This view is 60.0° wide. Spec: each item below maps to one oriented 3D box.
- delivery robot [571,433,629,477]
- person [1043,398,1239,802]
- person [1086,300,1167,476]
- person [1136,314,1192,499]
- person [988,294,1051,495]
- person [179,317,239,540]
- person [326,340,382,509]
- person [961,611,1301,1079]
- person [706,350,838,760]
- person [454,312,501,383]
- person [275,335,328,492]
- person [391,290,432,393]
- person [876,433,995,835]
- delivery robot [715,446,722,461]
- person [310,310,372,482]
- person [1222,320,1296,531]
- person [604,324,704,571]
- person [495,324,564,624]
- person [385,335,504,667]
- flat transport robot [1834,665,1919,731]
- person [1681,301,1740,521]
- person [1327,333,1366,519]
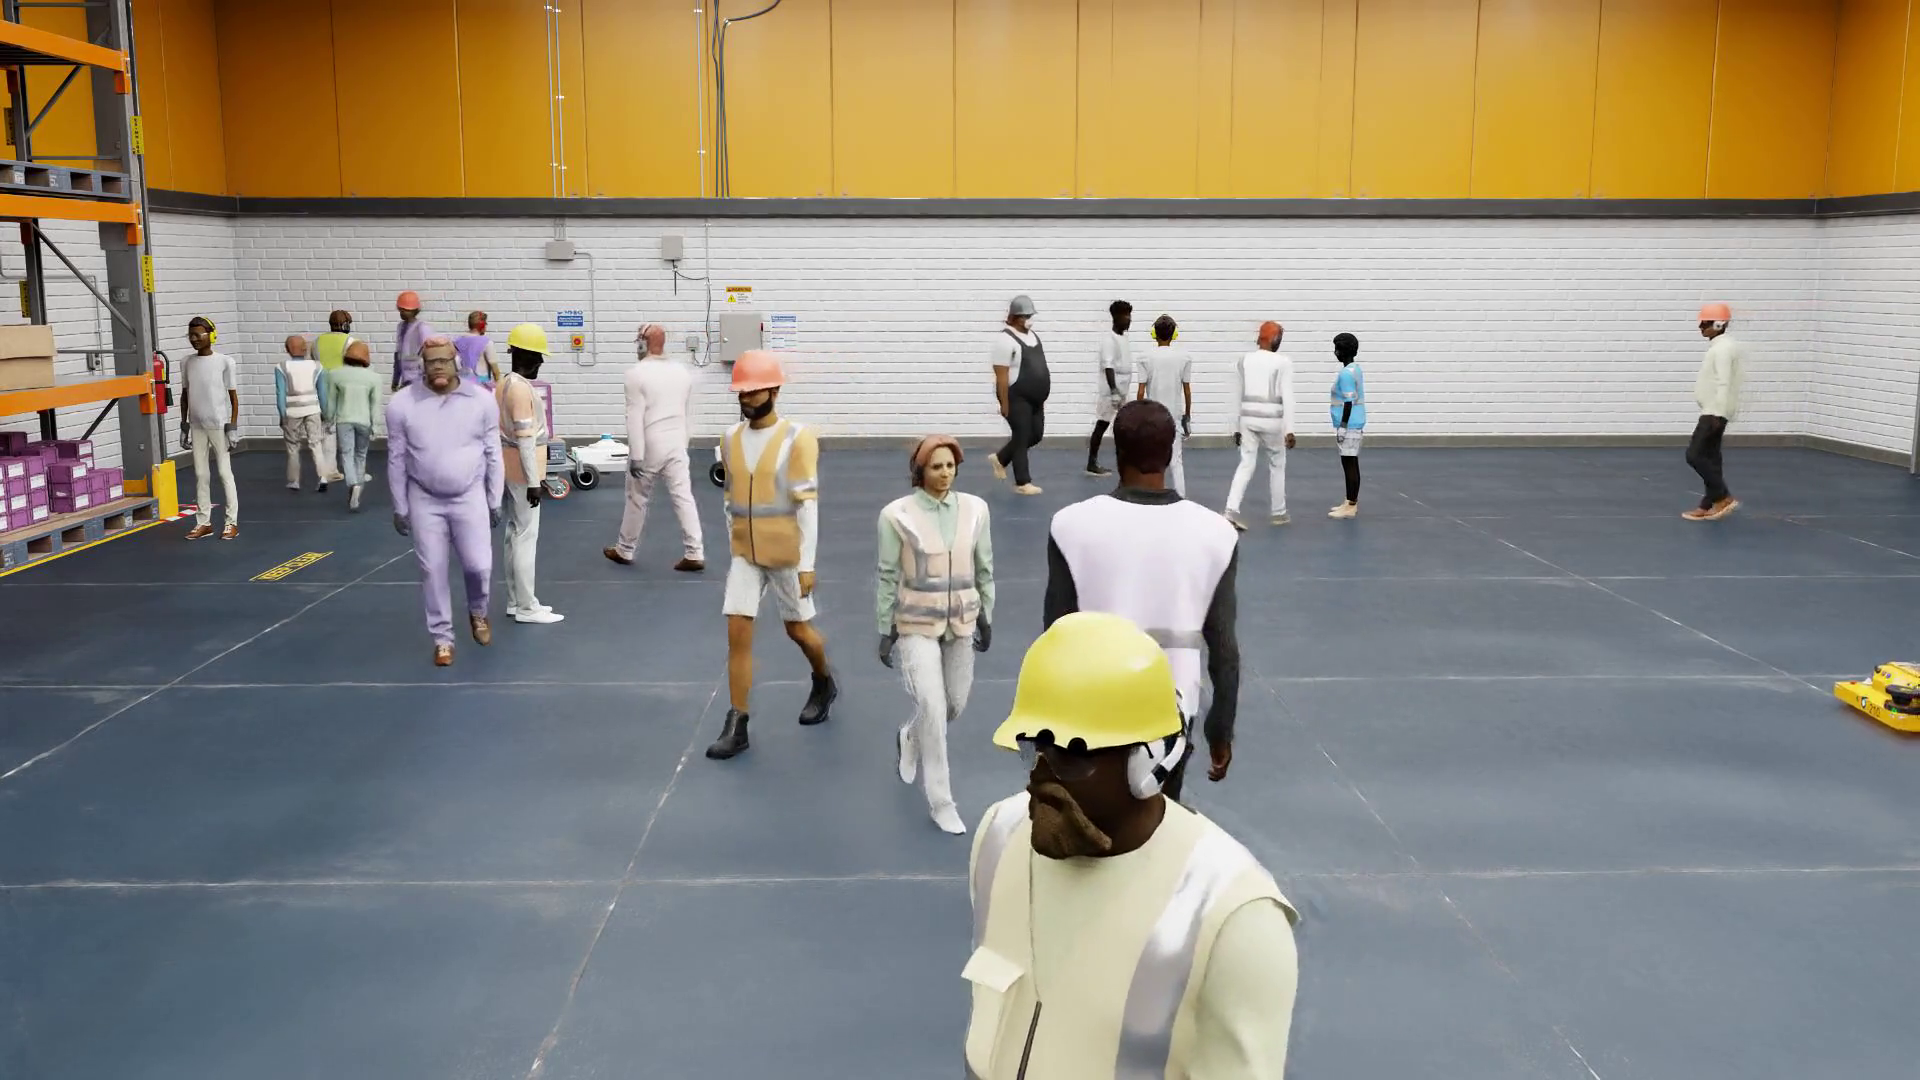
[{"bbox_3d":[-3.661,-0.862,17.255,0.707,0.478,0.477,-3,10,-16],"label":"delivery robot"},{"bbox_3d":[0.562,0.539,4.922,0.615,1.887,0.807,-2,9,-12],"label":"person"},{"bbox_3d":[1.787,-1.623,18.018,0.972,1.915,0.636,5,11,29],"label":"person"},{"bbox_3d":[1.791,-1.058,14.717,0.521,1.873,0.336,0,9,-1],"label":"person"},{"bbox_3d":[0.576,-1.485,16.815,0.706,2.000,0.691,6,11,33],"label":"person"},{"bbox_3d":[-6.306,-0.933,13.955,0.514,1.872,0.328,1,9,3],"label":"person"},{"bbox_3d":[-5.723,-1.093,15.761,0.516,1.595,0.747,-4,10,-24],"label":"person"},{"bbox_3d":[0.214,0.981,2.488,0.613,1.783,0.924,9,13,44],"label":"person"},{"bbox_3d":[-0.876,0.035,7.948,0.558,1.902,0.948,4,10,25],"label":"person"},{"bbox_3d":[-5.446,-1.668,18.727,0.555,1.791,0.952,6,11,33],"label":"person"},{"bbox_3d":[-6.678,-1.283,16.928,0.519,1.609,0.791,-8,12,-39],"label":"person"},{"bbox_3d":[-6.353,-1.872,19.257,0.664,2.010,0.458,9,13,43],"label":"person"},{"bbox_3d":[-0.130,0.349,6.905,0.527,1.614,0.721,-5,10,-28],"label":"person"},{"bbox_3d":[-2.184,-0.878,17.354,0.707,0.478,0.477,3,10,15],"label":"delivery robot"},{"bbox_3d":[-6.550,-1.519,17.668,0.626,1.836,0.426,2,9,12],"label":"person"},{"bbox_3d":[2.619,-0.998,14.486,0.626,1.838,0.972,7,11,36],"label":"person"},{"bbox_3d":[-2.299,-0.694,12.529,1.022,1.852,0.664,8,12,39],"label":"person"},{"bbox_3d":[-2.784,-0.424,10.689,0.379,1.918,0.585,-4,10,-24],"label":"person"},{"bbox_3d":[-2.956,-0.233,9.588,0.643,1.897,0.486,-3,10,-17],"label":"person"},{"bbox_3d":[5.260,0.784,8.318,1.431,0.197,0.652,1,9,4],"label":"flat transport robot"},{"bbox_3d":[6.713,-1.140,14.875,0.434,1.980,0.651,3,10,19],"label":"person"},{"bbox_3d":[3.522,-1.035,15.122,0.322,1.692,0.531,4,10,21],"label":"person"}]
